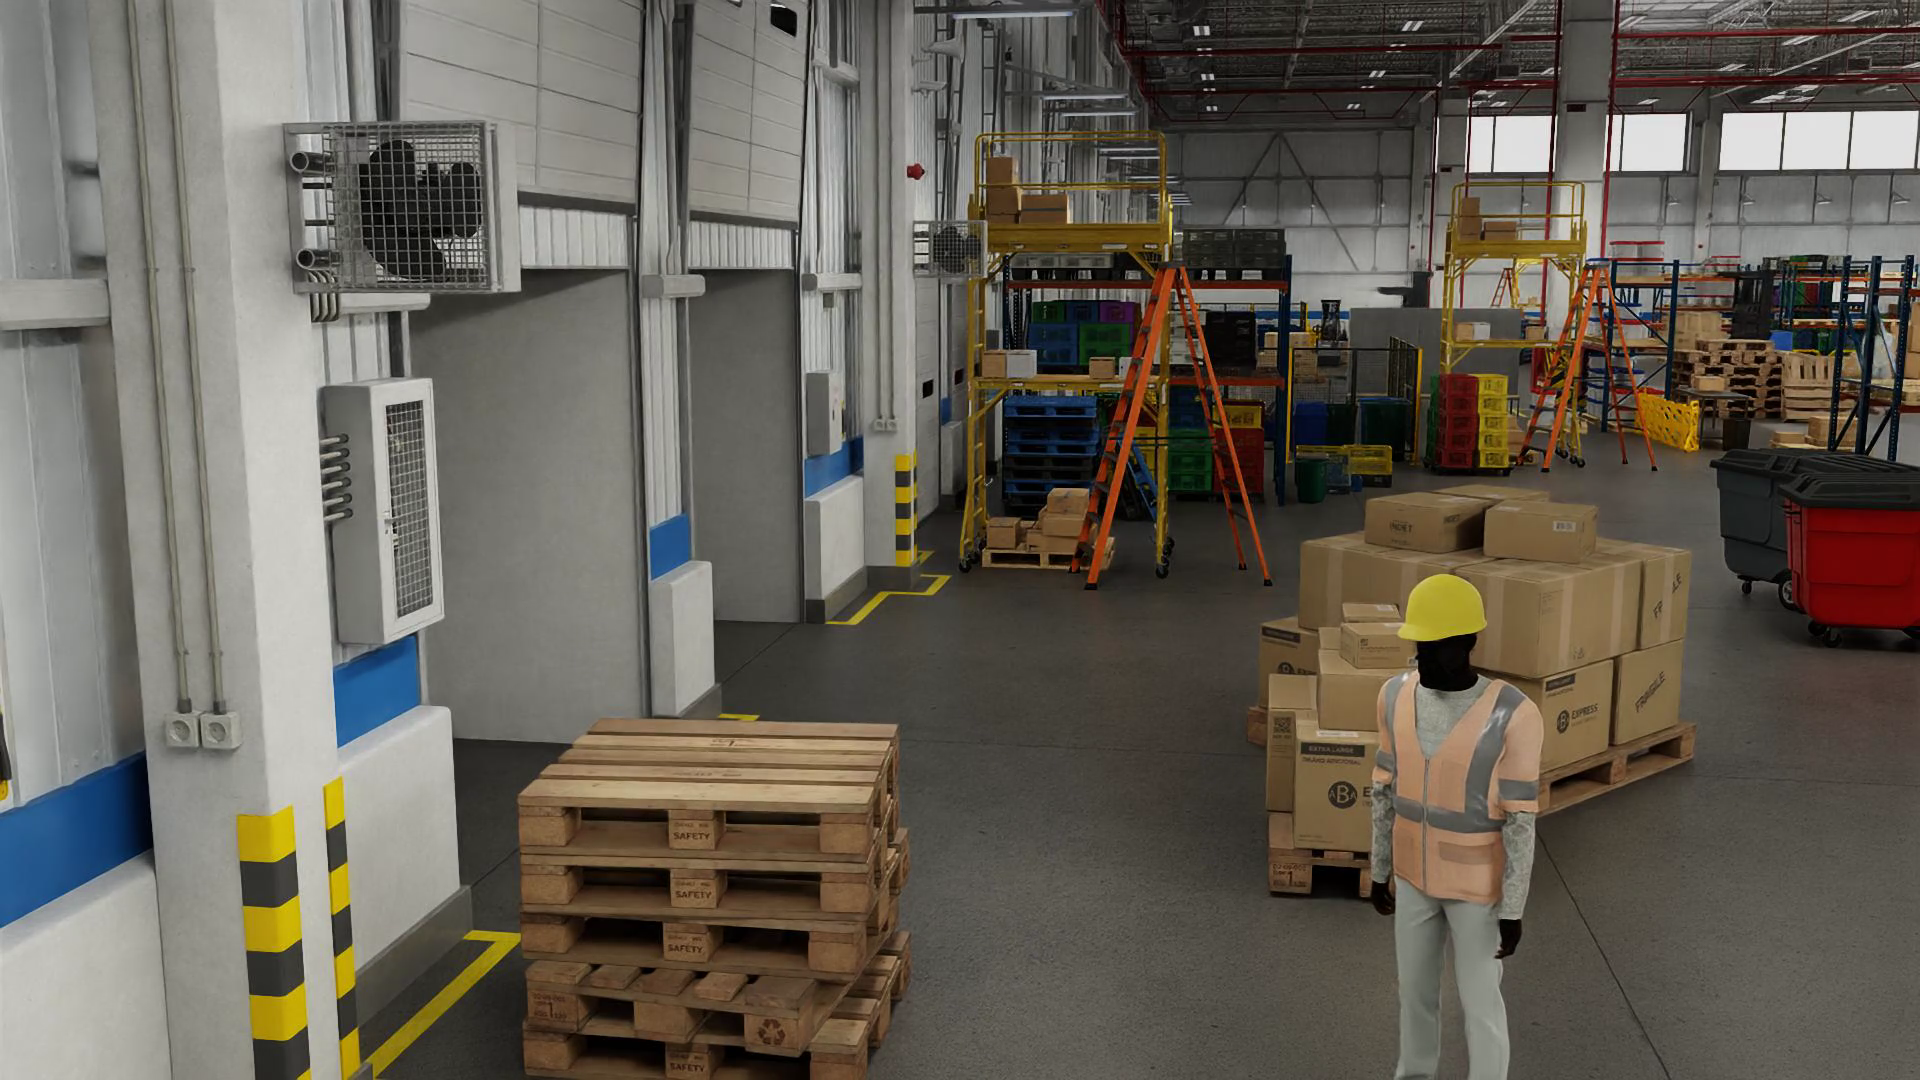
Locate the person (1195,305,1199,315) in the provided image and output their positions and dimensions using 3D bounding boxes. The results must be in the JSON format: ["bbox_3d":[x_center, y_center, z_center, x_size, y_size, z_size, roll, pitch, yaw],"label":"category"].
[{"bbox_3d":[6.237,-5.303,44.416,0.390,1.927,0.545,7,11,36],"label":"person"}]

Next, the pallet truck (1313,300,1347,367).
[{"bbox_3d":[11.159,-6.200,49.718,0.823,1.965,1.885,4,10,26],"label":"pallet truck"}]

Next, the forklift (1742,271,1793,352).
[{"bbox_3d":[22.978,-6.355,47.962,1.873,2.768,1.129,-3,10,-17],"label":"forklift"}]

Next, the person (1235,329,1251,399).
[{"bbox_3d":[5.940,-3.583,34.717,0.519,1.632,0.311,8,12,40],"label":"person"}]

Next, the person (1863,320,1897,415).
[{"bbox_3d":[18.083,-3.364,32.624,0.695,1.868,0.967,1,9,7],"label":"person"}]

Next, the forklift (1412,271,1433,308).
[{"bbox_3d":[11.580,-5.370,41.885,1.873,2.768,1.129,1,9,9],"label":"forklift"}]

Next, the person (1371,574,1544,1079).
[{"bbox_3d":[1.526,1.052,5.242,0.393,1.921,0.585,-8,12,-39],"label":"person"}]
